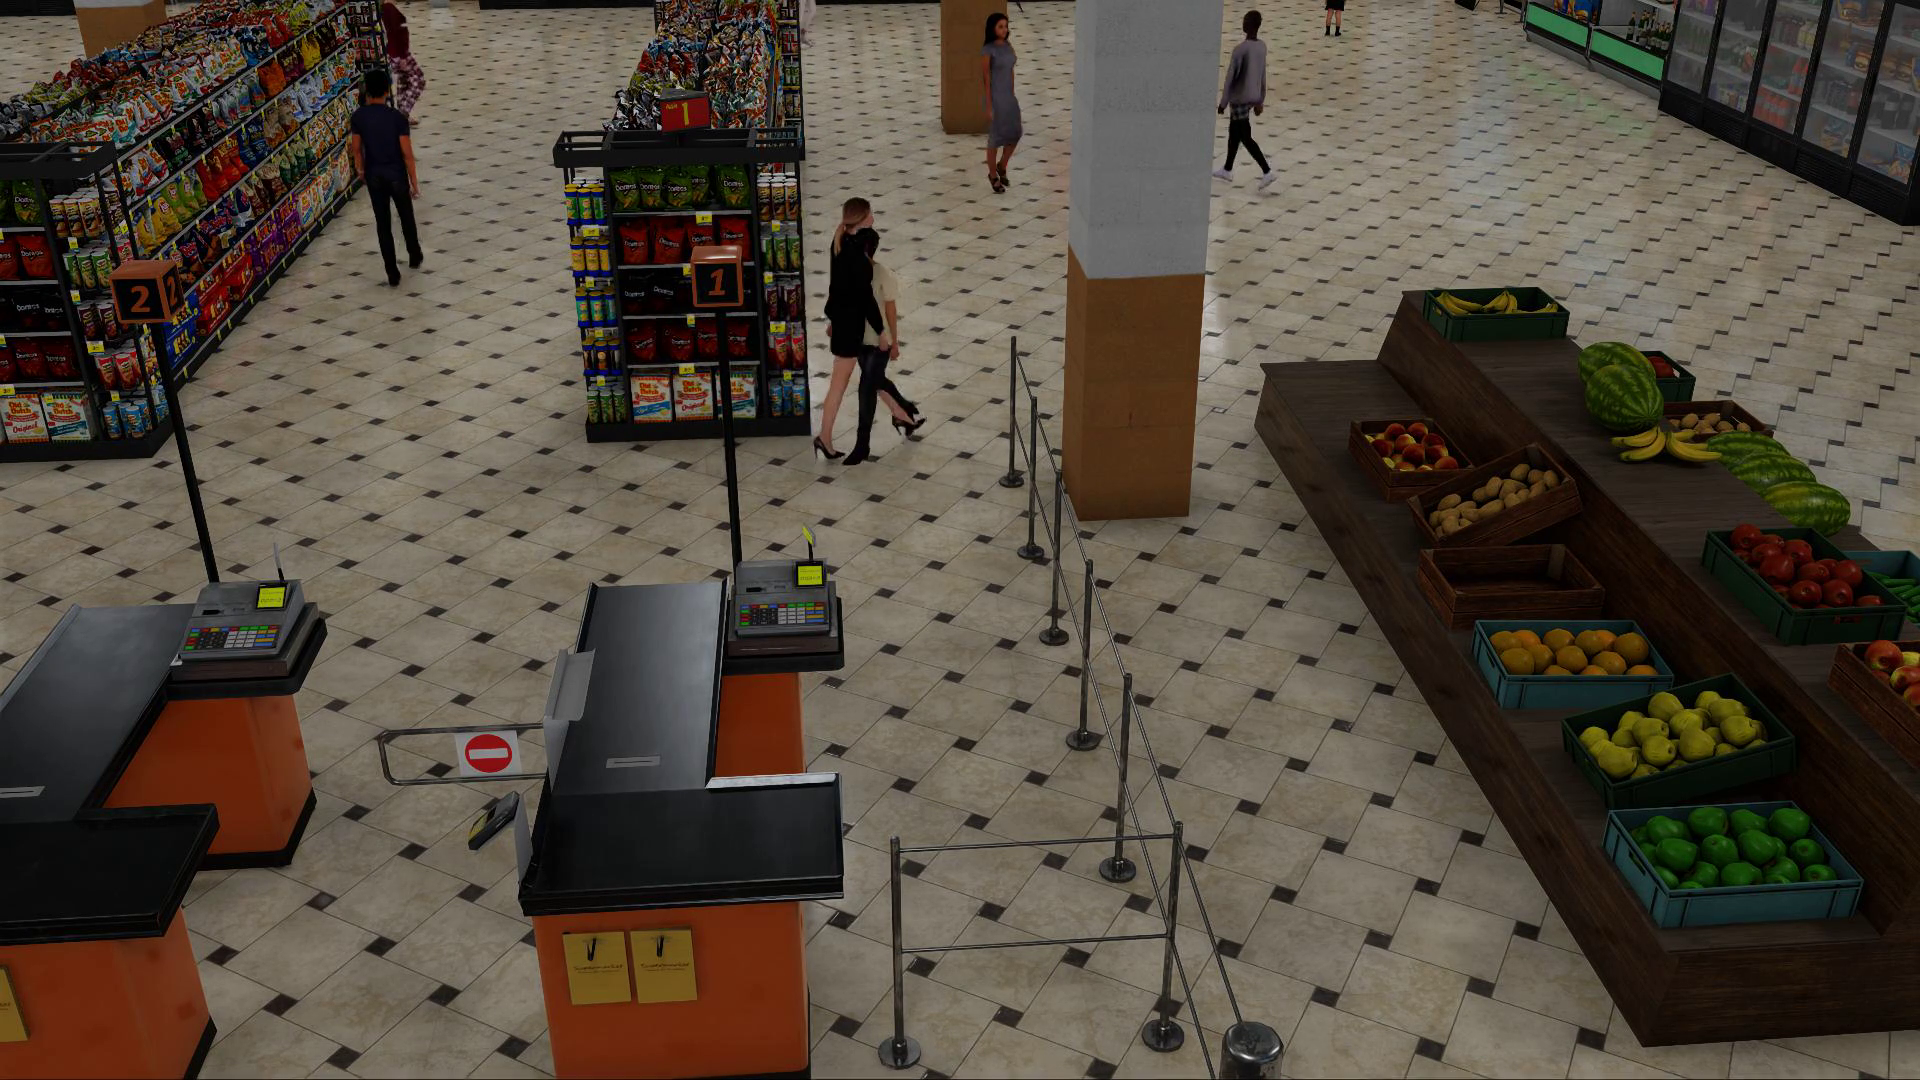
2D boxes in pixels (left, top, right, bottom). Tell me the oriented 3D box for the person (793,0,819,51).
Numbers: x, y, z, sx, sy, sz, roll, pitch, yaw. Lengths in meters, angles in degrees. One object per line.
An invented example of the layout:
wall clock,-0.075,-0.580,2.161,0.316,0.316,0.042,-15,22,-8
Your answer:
person,-2.335,-7.834,23.614,0.727,1.691,0.598,2,27,5

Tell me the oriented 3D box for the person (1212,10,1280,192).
person,2.938,-4.398,16.784,1.085,1.740,1.214,-24,35,-38

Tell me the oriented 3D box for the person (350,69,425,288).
person,-4.856,-3.017,14.041,0.731,1.758,0.959,-6,28,-12

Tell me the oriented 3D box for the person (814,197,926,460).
person,-0.778,-1.313,10.711,0.914,1.730,1.083,-12,29,-22

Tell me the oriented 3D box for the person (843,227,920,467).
person,-0.528,-1.298,10.877,0.999,1.553,1.071,19,32,32

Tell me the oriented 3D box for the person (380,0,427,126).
person,-6.570,-5.642,19.287,0.808,1.695,0.720,-19,33,-33

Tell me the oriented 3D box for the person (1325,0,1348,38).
person,5.573,-8.048,24.682,0.528,1.106,0.530,8,28,15

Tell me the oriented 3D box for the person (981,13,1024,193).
person,0.331,-4.400,16.751,0.717,1.773,0.758,-24,35,-38
